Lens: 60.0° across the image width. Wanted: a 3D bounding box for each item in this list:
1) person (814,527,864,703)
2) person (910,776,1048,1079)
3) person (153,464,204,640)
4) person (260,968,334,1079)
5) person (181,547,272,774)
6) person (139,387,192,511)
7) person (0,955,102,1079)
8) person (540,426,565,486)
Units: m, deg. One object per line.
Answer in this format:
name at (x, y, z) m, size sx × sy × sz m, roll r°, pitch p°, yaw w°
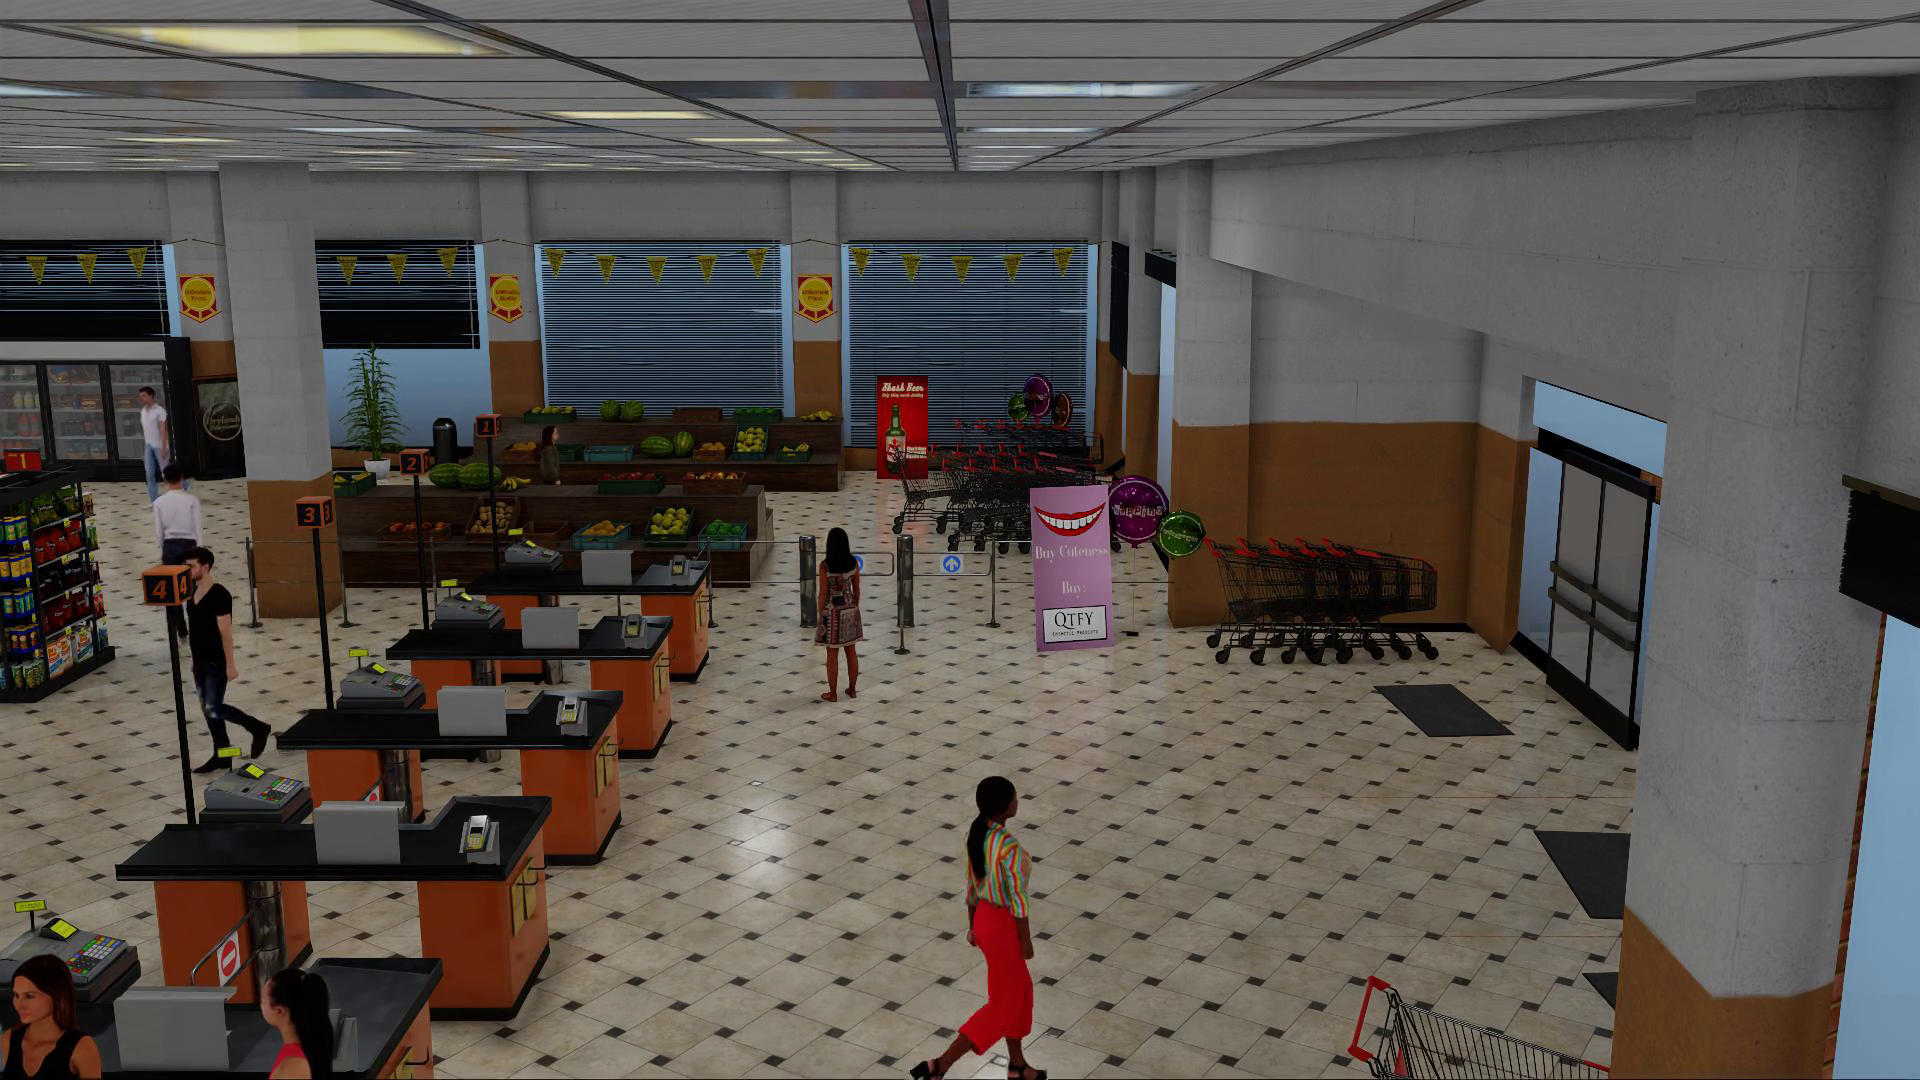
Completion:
person at (-1.126, 0.686, 15.522) m, size 0.666 × 1.645 × 0.785 m, roll -8°, pitch 14°, yaw -32°
person at (0.133, 2.100, 8.511) m, size 1.143 × 1.768 × 0.945 m, roll -8°, pitch 14°, yaw -32°
person at (-8.264, 0.158, 17.599) m, size 1.230 × 1.822 × 0.924 m, roll -3°, pitch 12°, yaw -15°
person at (-2.597, 2.515, 6.639) m, size 0.598 × 1.726 × 0.638 m, roll -1°, pitch 12°, yaw -7°
person at (-6.027, 0.968, 13.609) m, size 0.950 × 1.882 × 0.992 m, roll 9°, pitch 15°, yaw 38°
person at (-11.912, -1.368, 24.826) m, size 1.036 × 1.831 × 0.945 m, roll 5°, pitch 13°, yaw 22°
person at (-3.511, 2.488, 6.507) m, size 0.518 × 1.834 × 0.682 m, roll 2°, pitch 12°, yaw 10°
person at (-5.804, -0.856, 23.350) m, size 0.986 × 1.437 × 0.679 m, roll -1°, pitch 12°, yaw -7°
